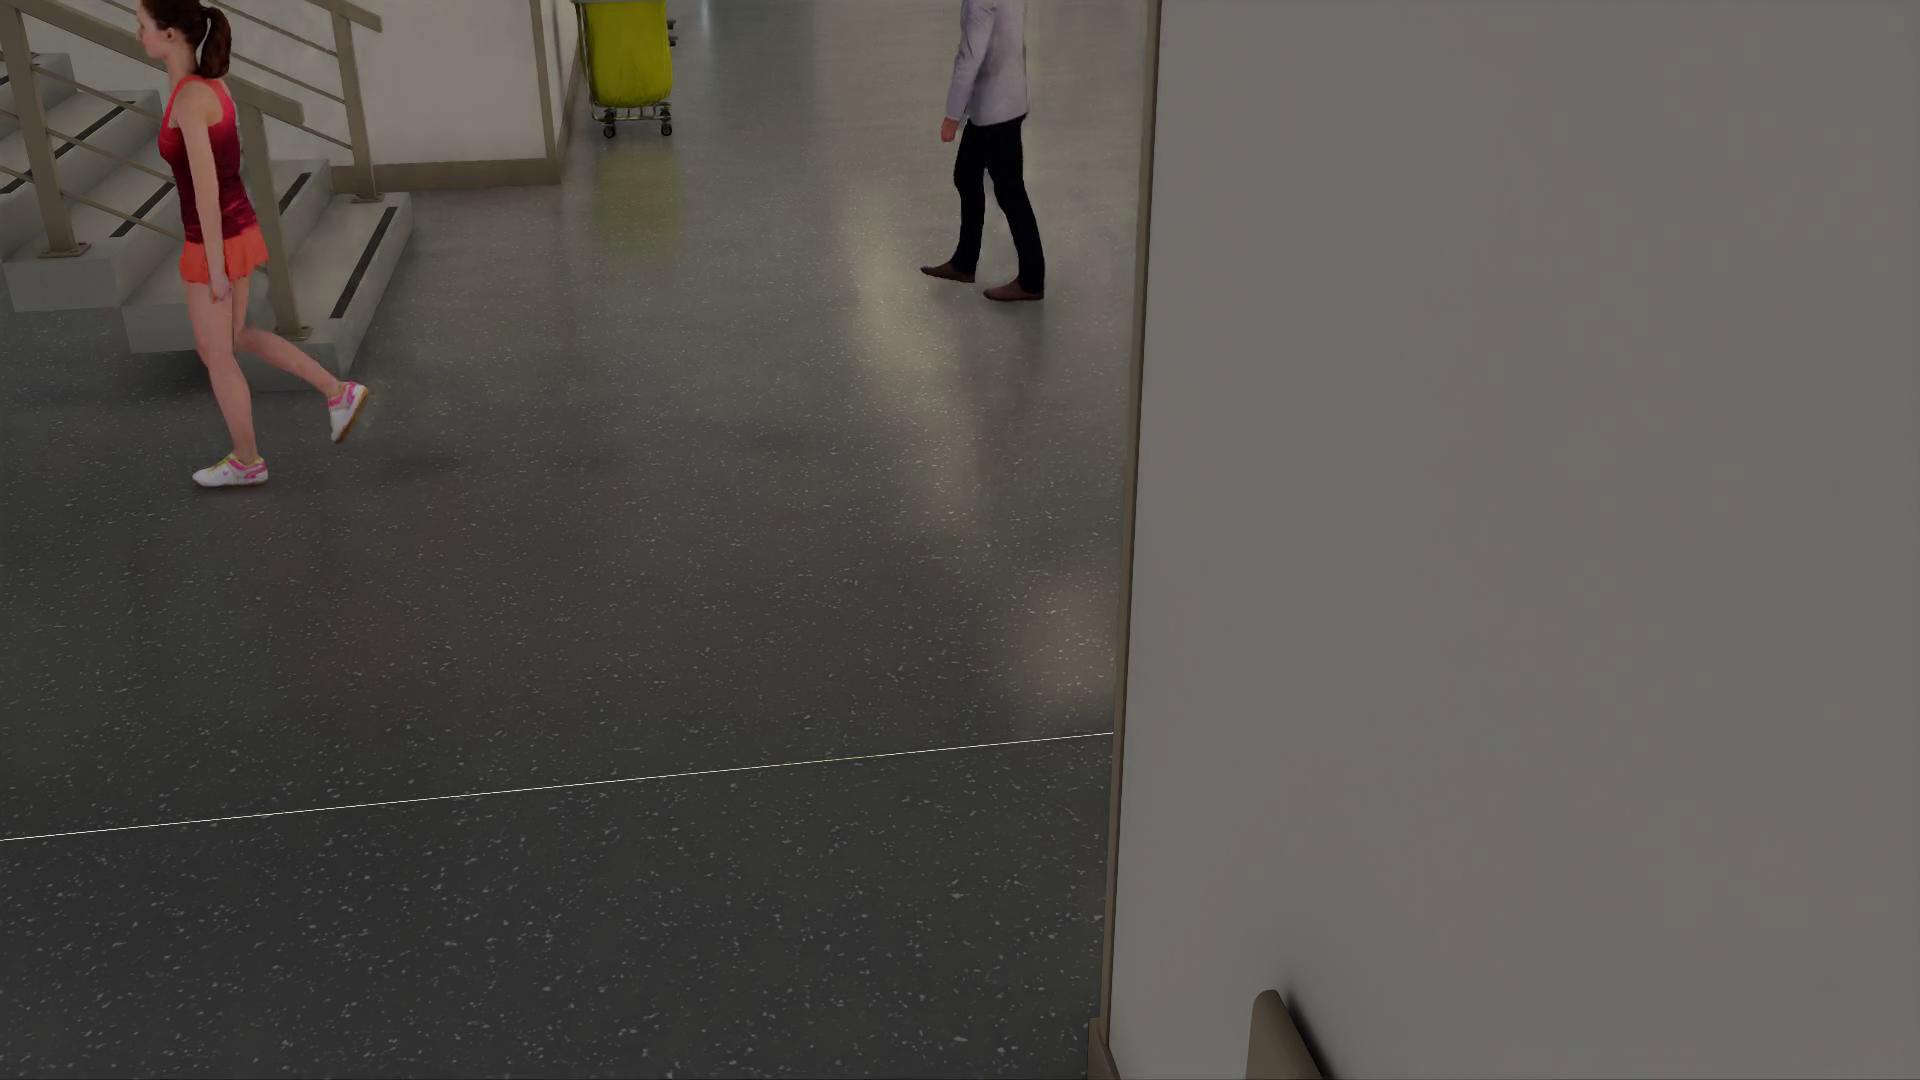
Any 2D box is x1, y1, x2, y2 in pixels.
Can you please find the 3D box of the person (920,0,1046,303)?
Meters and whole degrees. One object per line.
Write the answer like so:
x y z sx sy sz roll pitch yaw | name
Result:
0.252 -2.005 7.750 1.052 1.823 0.935 5 26 10 | person

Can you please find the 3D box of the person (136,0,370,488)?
-2.499 -1.025 5.812 0.862 1.741 0.576 -4 26 -7 | person
